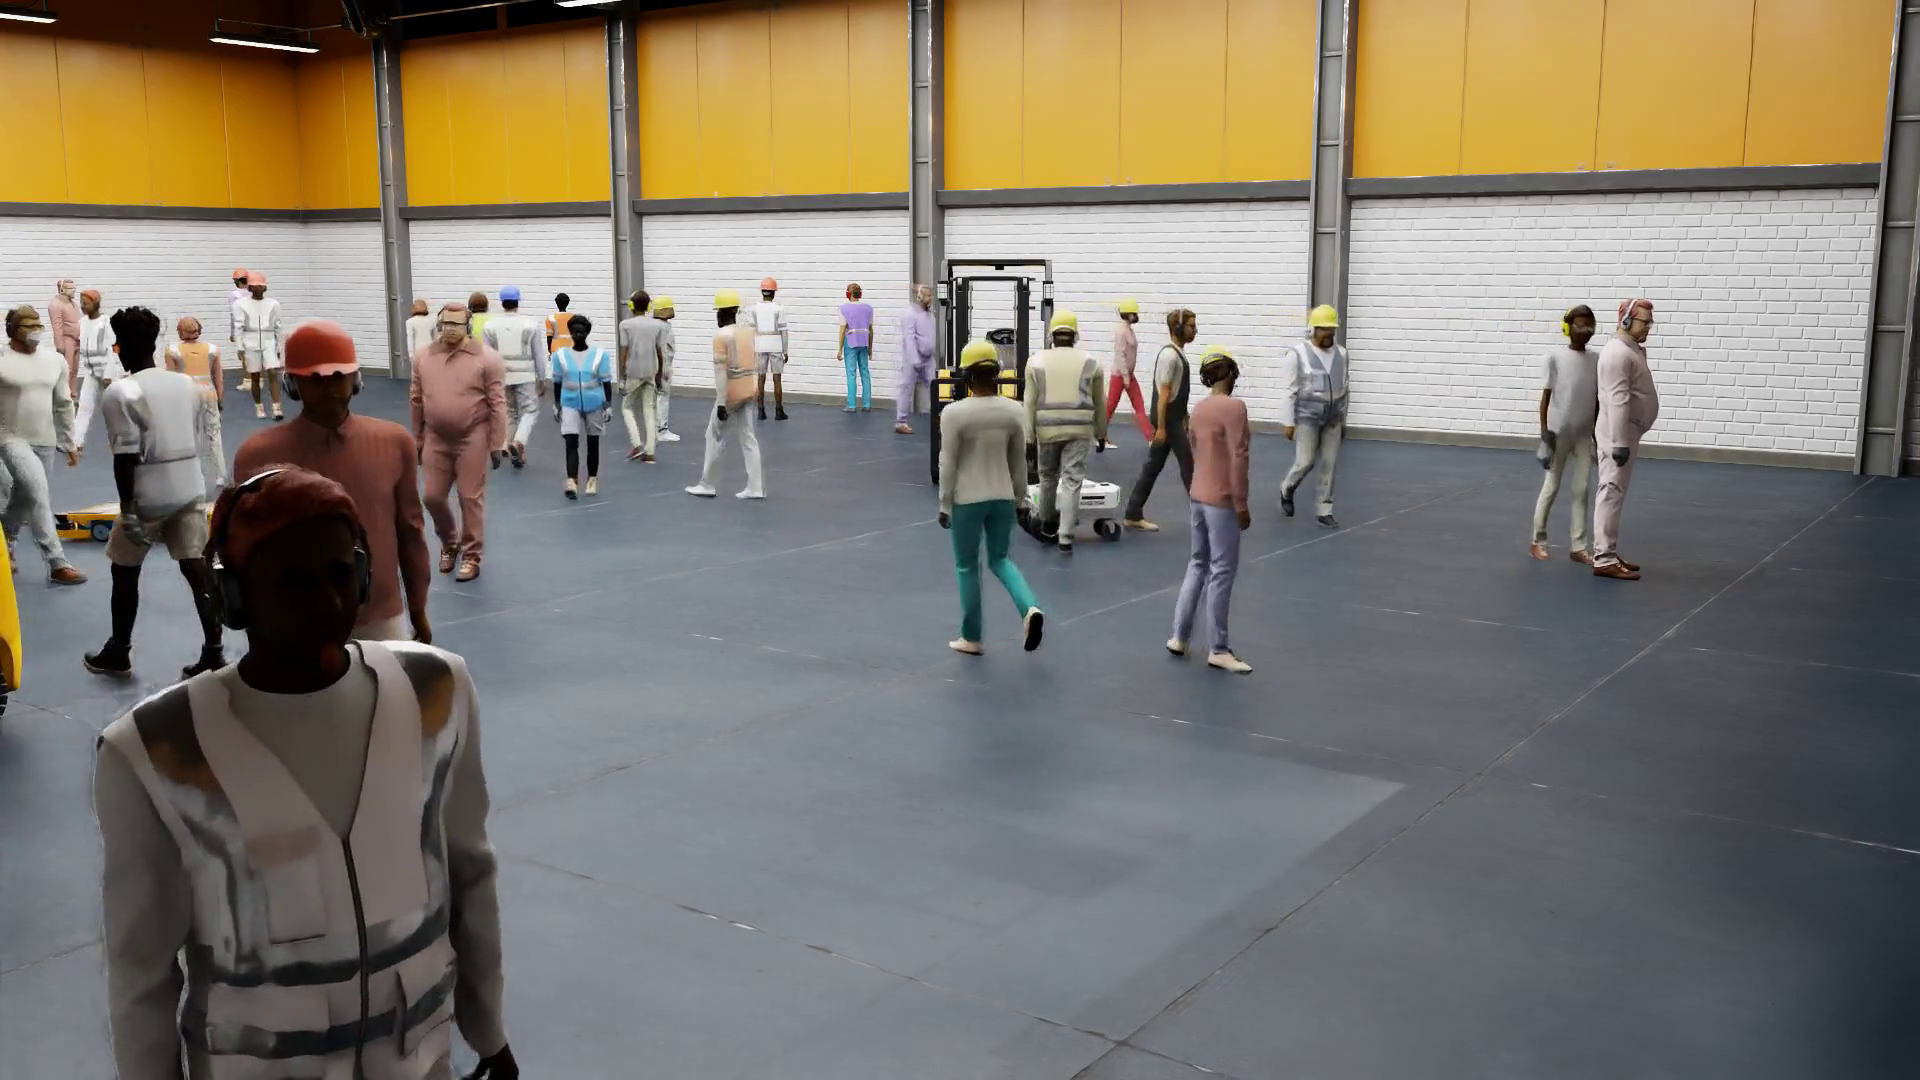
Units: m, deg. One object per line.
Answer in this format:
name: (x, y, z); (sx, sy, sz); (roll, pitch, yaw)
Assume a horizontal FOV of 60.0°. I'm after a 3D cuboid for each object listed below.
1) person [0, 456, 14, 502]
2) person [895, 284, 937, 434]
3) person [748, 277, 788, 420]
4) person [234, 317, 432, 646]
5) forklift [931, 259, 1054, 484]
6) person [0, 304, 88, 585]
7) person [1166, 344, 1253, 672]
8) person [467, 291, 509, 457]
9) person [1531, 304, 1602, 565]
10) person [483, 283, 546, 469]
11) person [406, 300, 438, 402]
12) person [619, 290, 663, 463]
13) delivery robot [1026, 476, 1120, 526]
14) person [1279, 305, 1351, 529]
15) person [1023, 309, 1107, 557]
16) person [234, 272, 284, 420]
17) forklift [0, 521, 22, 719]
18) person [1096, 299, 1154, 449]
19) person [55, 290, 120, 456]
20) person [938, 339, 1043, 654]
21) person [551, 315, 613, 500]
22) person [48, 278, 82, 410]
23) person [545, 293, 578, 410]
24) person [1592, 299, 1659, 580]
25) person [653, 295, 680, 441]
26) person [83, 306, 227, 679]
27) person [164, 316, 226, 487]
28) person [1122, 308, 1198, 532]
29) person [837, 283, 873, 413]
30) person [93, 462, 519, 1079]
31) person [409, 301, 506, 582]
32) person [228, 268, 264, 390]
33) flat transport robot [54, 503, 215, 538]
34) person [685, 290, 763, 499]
person: (-8.085, -0.916, 13.681); (0.873, 1.578, 0.508); (5, 11, 27)
person: (-0.416, -2.219, 20.609); (0.957, 1.865, 0.659); (7, 12, 36)
person: (-2.592, -2.593, 22.611); (0.545, 1.938, 0.361); (1, 10, 8)
person: (-2.071, 0.251, 5.554); (0.644, 1.973, 0.447); (-6, 12, -34)
forklift: (0.370, -1.738, 16.759); (1.214, 2.155, 2.313); (1, 10, 3)
person: (-6.352, -0.658, 11.265); (1.068, 1.884, 0.638); (5, 11, 26)
person: (1.371, -0.173, 8.869); (0.345, 1.721, 0.635); (-3, 10, -17)
person: (-5.264, -1.812, 18.337); (0.634, 1.858, 0.480); (-5, 11, -28)
person: (4.386, -0.750, 11.895); (0.533, 1.878, 0.404); (-2, 10, -12)
person: (-4.584, -1.663, 17.086); (0.621, 1.928, 0.738); (0, 10, 0)
person: (-8.029, -2.797, 24.863); (0.514, 1.576, 0.879); (-8, 12, -38)
person: (-3.437, -1.747, 17.832); (0.550, 1.850, 0.508); (-6, 11, -33)
delivery robot: (0.873, -0.318, 12.896); (0.707, 0.478, 0.477); (-2, 10, -10)
person: (2.891, -1.008, 13.557); (0.594, 1.817, 0.543); (-3, 10, -17)
person: (0.787, -0.809, 12.399); (0.619, 1.794, 0.865); (1, 10, 6)
person: (-9.458, -2.607, 22.499); (0.619, 2.003, 0.967); (-5, 11, -29)
forklift: (-5.296, -0.090, 6.943); (1.214, 2.155, 2.313); (7, 12, 35)
person: (1.956, -1.879, 18.984); (0.885, 1.714, 0.547); (4, 10, 24)
person: (-9.558, -1.828, 18.349); (0.609, 1.831, 0.966); (4, 10, 23)
person: (0.162, -0.206, 8.983); (0.528, 1.749, 0.587); (-6, 11, -31)
person: (-3.415, -1.187, 15.032); (0.553, 1.655, 0.819); (-2, 10, -9)
person: (-12.948, -2.842, 24.194); (0.403, 1.904, 0.652); (-1, 10, -7)
person: (-5.740, -2.728, 24.133); (0.535, 1.697, 0.318); (-4, 11, -25)
person: (4.558, -0.692, 11.401); (0.404, 1.903, 0.636); (4, 10, 24)
person: (-3.544, -2.071, 20.071); (0.283, 1.746, 0.493); (-2, 10, -9)
person: (-4.178, -0.224, 8.530); (0.932, 1.927, 0.628); (4, 10, 24)
person: (-7.249, -1.296, 15.785); (0.515, 1.636, 0.315); (-8, 12, -38)
person: (1.728, -0.921, 13.099); (0.975, 1.789, 0.531); (2, 10, 9)
person: (-1.478, -2.728, 23.685); (0.566, 1.844, 0.381); (-6, 11, -33)
person: (-0.989, 0.806, 2.573); (0.603, 1.869, 0.546); (-9, 13, -43)
person: (-3.405, -0.664, 11.271); (0.676, 1.892, 0.444); (1, 10, 4)
person: (-11.970, -3.523, 27.840); (0.396, 2.042, 0.610); (5, 11, 29)
flat transport robot: (-6.270, -0.159, 13.070); (1.431, 0.197, 0.652); (0, 10, 2)
person: (-2.147, -1.311, 15.108); (0.856, 1.892, 0.614); (5, 11, 28)
